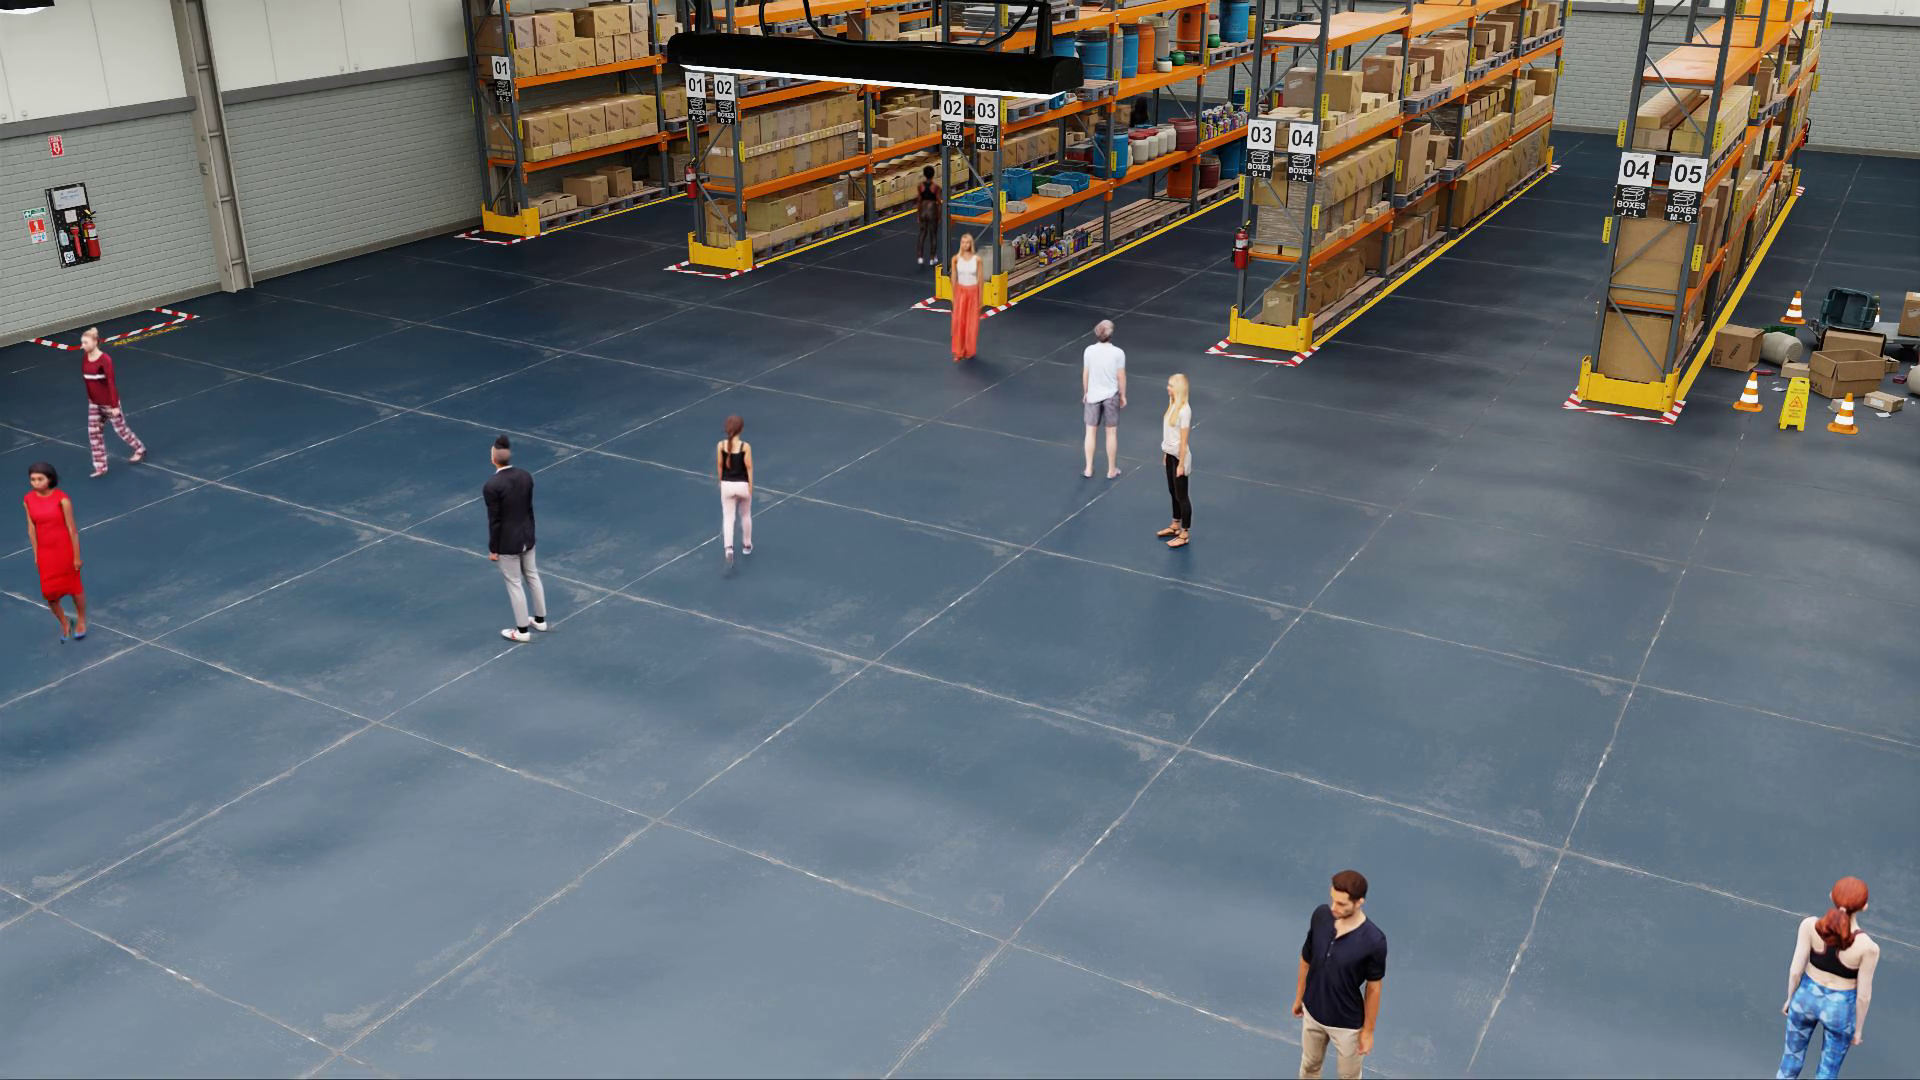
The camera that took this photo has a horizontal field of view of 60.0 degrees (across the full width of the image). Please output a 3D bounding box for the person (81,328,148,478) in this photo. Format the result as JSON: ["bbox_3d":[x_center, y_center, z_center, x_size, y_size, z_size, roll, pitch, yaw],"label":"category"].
[{"bbox_3d":[-9.780,-1.598,19.135,0.775,1.655,1.081,8,24,17],"label":"person"}]

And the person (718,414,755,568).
[{"bbox_3d":[-2.267,-0.489,16.674,0.828,1.541,1.011,0,23,0],"label":"person"}]

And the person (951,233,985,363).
[{"bbox_3d":[0.133,-3.402,23.210,0.818,1.786,0.965,3,23,6],"label":"person"}]

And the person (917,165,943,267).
[{"bbox_3d":[-0.532,-5.512,28.281,0.661,1.701,0.664,6,24,15],"label":"person"}]

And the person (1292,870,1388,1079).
[{"bbox_3d":[2.054,2.573,9.079,0.685,1.850,0.600,20,30,38],"label":"person"}]

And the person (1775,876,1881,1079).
[{"bbox_3d":[4.710,2.604,9.086,0.620,1.787,0.652,20,30,39],"label":"person"}]

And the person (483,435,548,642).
[{"bbox_3d":[-4.038,-0.035,15.078,0.762,1.954,0.515,13,26,28],"label":"person"}]

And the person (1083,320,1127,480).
[{"bbox_3d":[1.620,-1.605,18.927,0.712,1.831,0.634,6,24,14],"label":"person"}]

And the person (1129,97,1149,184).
[{"bbox_3d":[3.692,-8.358,34.860,0.637,1.790,0.746,15,27,31],"label":"person"}]

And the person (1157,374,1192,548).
[{"bbox_3d":[2.257,-0.839,17.137,0.727,1.823,0.665,-6,24,-13],"label":"person"}]

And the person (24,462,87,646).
[{"bbox_3d":[-8.132,0.089,15.074,0.748,1.730,0.800,-2,23,-6],"label":"person"}]
